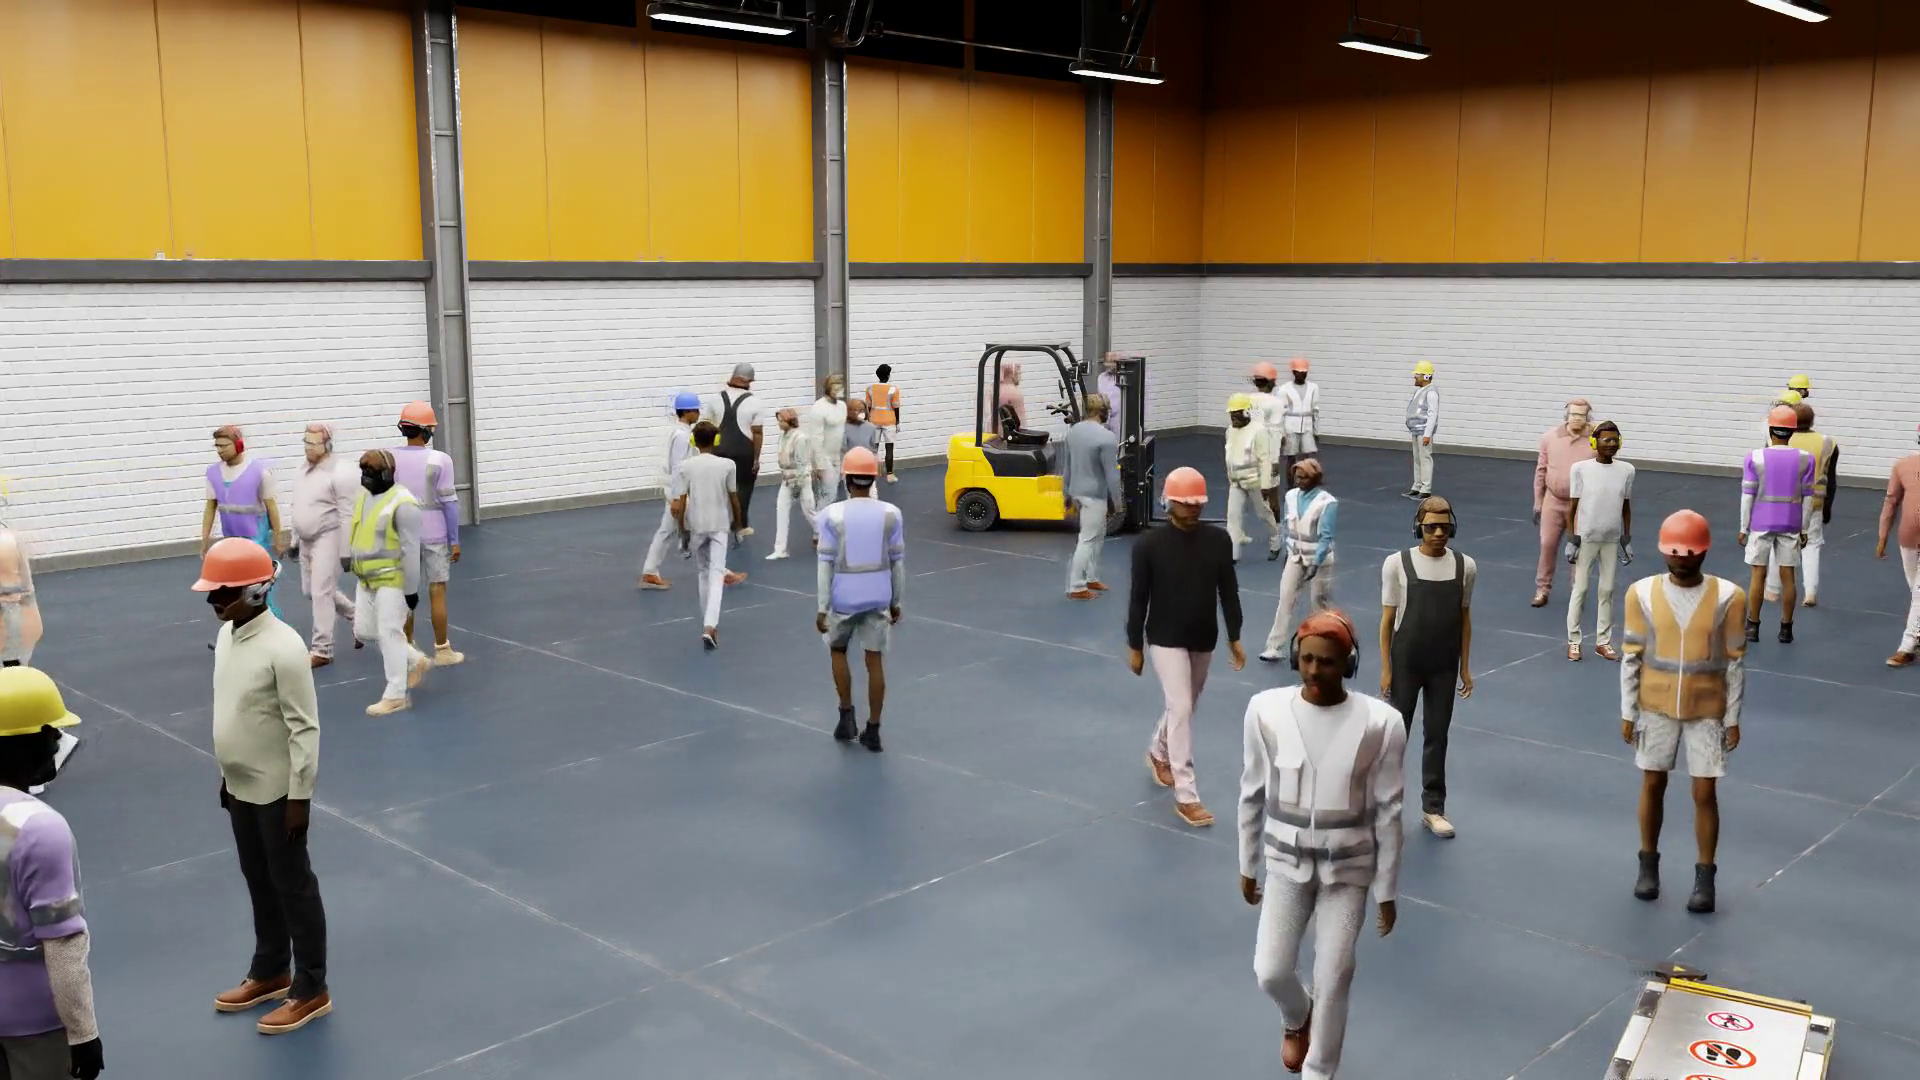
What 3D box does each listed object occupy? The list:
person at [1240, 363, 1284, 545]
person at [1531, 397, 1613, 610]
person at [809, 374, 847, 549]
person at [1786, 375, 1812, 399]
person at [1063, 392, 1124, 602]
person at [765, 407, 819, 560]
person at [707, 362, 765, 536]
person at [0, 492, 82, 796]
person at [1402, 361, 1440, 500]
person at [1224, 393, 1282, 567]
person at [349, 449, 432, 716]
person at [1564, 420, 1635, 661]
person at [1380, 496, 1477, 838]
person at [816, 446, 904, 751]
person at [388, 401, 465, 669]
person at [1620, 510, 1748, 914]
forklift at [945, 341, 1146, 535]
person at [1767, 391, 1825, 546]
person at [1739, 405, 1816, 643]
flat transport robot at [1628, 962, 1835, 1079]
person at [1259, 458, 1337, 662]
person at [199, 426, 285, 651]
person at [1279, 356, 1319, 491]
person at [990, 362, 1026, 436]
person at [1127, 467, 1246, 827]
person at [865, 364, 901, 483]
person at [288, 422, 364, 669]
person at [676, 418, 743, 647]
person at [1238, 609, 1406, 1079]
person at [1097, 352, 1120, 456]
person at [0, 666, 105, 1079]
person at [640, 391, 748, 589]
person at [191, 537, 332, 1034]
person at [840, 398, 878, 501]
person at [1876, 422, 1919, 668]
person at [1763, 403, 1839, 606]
[{"bbox_3d":[3.327,-0.950,18.370,0.632,1.993,1.030,9,13,44],"label":"person"},{"bbox_3d":[5.461,-0.326,14.853,0.675,1.904,0.407,6,11,31],"label":"person"},{"bbox_3d":[-1.422,-0.841,17.993,0.468,1.916,0.637,4,10,25],"label":"person"},{"bbox_3d":[10.055,-1.110,20.069,0.314,1.769,0.524,3,10,18],"label":"person"},{"bbox_3d":[1.257,-0.389,15.184,0.680,1.911,0.648,-5,11,-30],"label":"person"},{"bbox_3d":[-1.670,-0.603,17.458,0.783,1.603,0.501,-8,12,-41],"label":"person"},{"bbox_3d":[-2.528,-1.016,18.656,0.701,2.000,0.786,3,10,20],"label":"person"},{"bbox_3d":[-5.422,0.543,9.465,0.531,1.912,0.617,-7,12,-37],"label":"person"},{"bbox_3d":[6.074,-1.440,21.891,0.404,1.833,0.590,-1,9,-4],"label":"person"},{"bbox_3d":[3.005,-0.617,17.037,0.933,1.779,0.660,-6,11,-33],"label":"person"},{"bbox_3d":[-3.899,0.273,11.406,0.638,1.827,0.516,8,12,39],"label":"person"},{"bbox_3d":[4.956,0.008,12.881,0.520,1.876,0.326,0,9,1],"label":"person"},{"bbox_3d":[2.487,0.677,8.869,0.506,1.846,0.351,-1,9,-3],"label":"person"},{"bbox_3d":[-0.649,0.363,10.571,0.589,1.914,0.604,-3,10,-15],"label":"person"},{"bbox_3d":[-4.076,-0.032,12.616,0.611,2.043,0.375,1,9,7],"label":"person"},{"bbox_3d":[3.413,0.807,7.906,0.555,1.922,0.457,5,11,29],"label":"person"},{"bbox_3d":[0.977,-1.223,19.452,2.313,2.155,1.214,2,9,11],"label":"forklift"},{"bbox_3d":[8.904,-0.731,17.825,0.840,1.726,0.557,-2,10,-14],"label":"person"},{"bbox_3d":[6.611,-0.125,13.504,0.542,1.938,0.357,3,10,15],"label":"person"},{"bbox_3d":[2.768,1.923,6.046,0.652,0.197,1.431,6,11,31],"label":"flat transport robot"},{"bbox_3d":[2.622,0.173,12.718,0.743,1.603,0.532,-8,12,-39],"label":"person"},{"bbox_3d":[-5.709,0.010,13.100,0.566,1.797,0.971,3,10,20],"label":"person"},{"bbox_3d":[4.384,-1.408,21.426,0.582,1.916,0.550,-1,9,-9],"label":"person"},{"bbox_3d":[0.550,-1.316,21.027,0.875,1.872,0.634,-4,10,-21],"label":"person"},{"bbox_3d":[1.246,0.541,9.406,0.608,1.954,0.987,-4,10,-21],"label":"person"},{"bbox_3d":[-1.089,-1.648,23.605,0.532,1.691,0.318,3,10,17],"label":"person"},{"bbox_3d":[-4.844,0.019,12.768,0.658,1.884,0.728,7,12,38],"label":"person"},{"bbox_3d":[-2.046,-0.069,13.499,0.504,1.837,0.949,1,9,4],"label":"person"},{"bbox_3d":[1.273,1.152,5.884,0.583,1.867,0.554,4,10,22],"label":"person"},{"bbox_3d":[2.069,-1.648,22.984,0.554,1.888,0.674,-9,13,-44],"label":"person"},{"bbox_3d":[-2.658,1.306,4.764,0.594,1.925,0.379,5,11,29],"label":"person"},{"bbox_3d":[-2.569,-0.461,15.694,1.028,1.893,0.629,-2,9,-12],"label":"person"},{"bbox_3d":[-2.796,0.968,6.639,0.623,1.989,0.400,8,12,39],"label":"person"},{"bbox_3d":[-1.117,-0.749,18.293,0.530,1.622,0.343,-5,11,-30],"label":"person"},{"bbox_3d":[7.492,-0.028,12.896,1.008,1.950,0.635,-7,11,-36],"label":"person"},{"bbox_3d":[7.560,-0.322,15.038,0.629,1.849,0.429,3,10,15],"label":"person"}]
